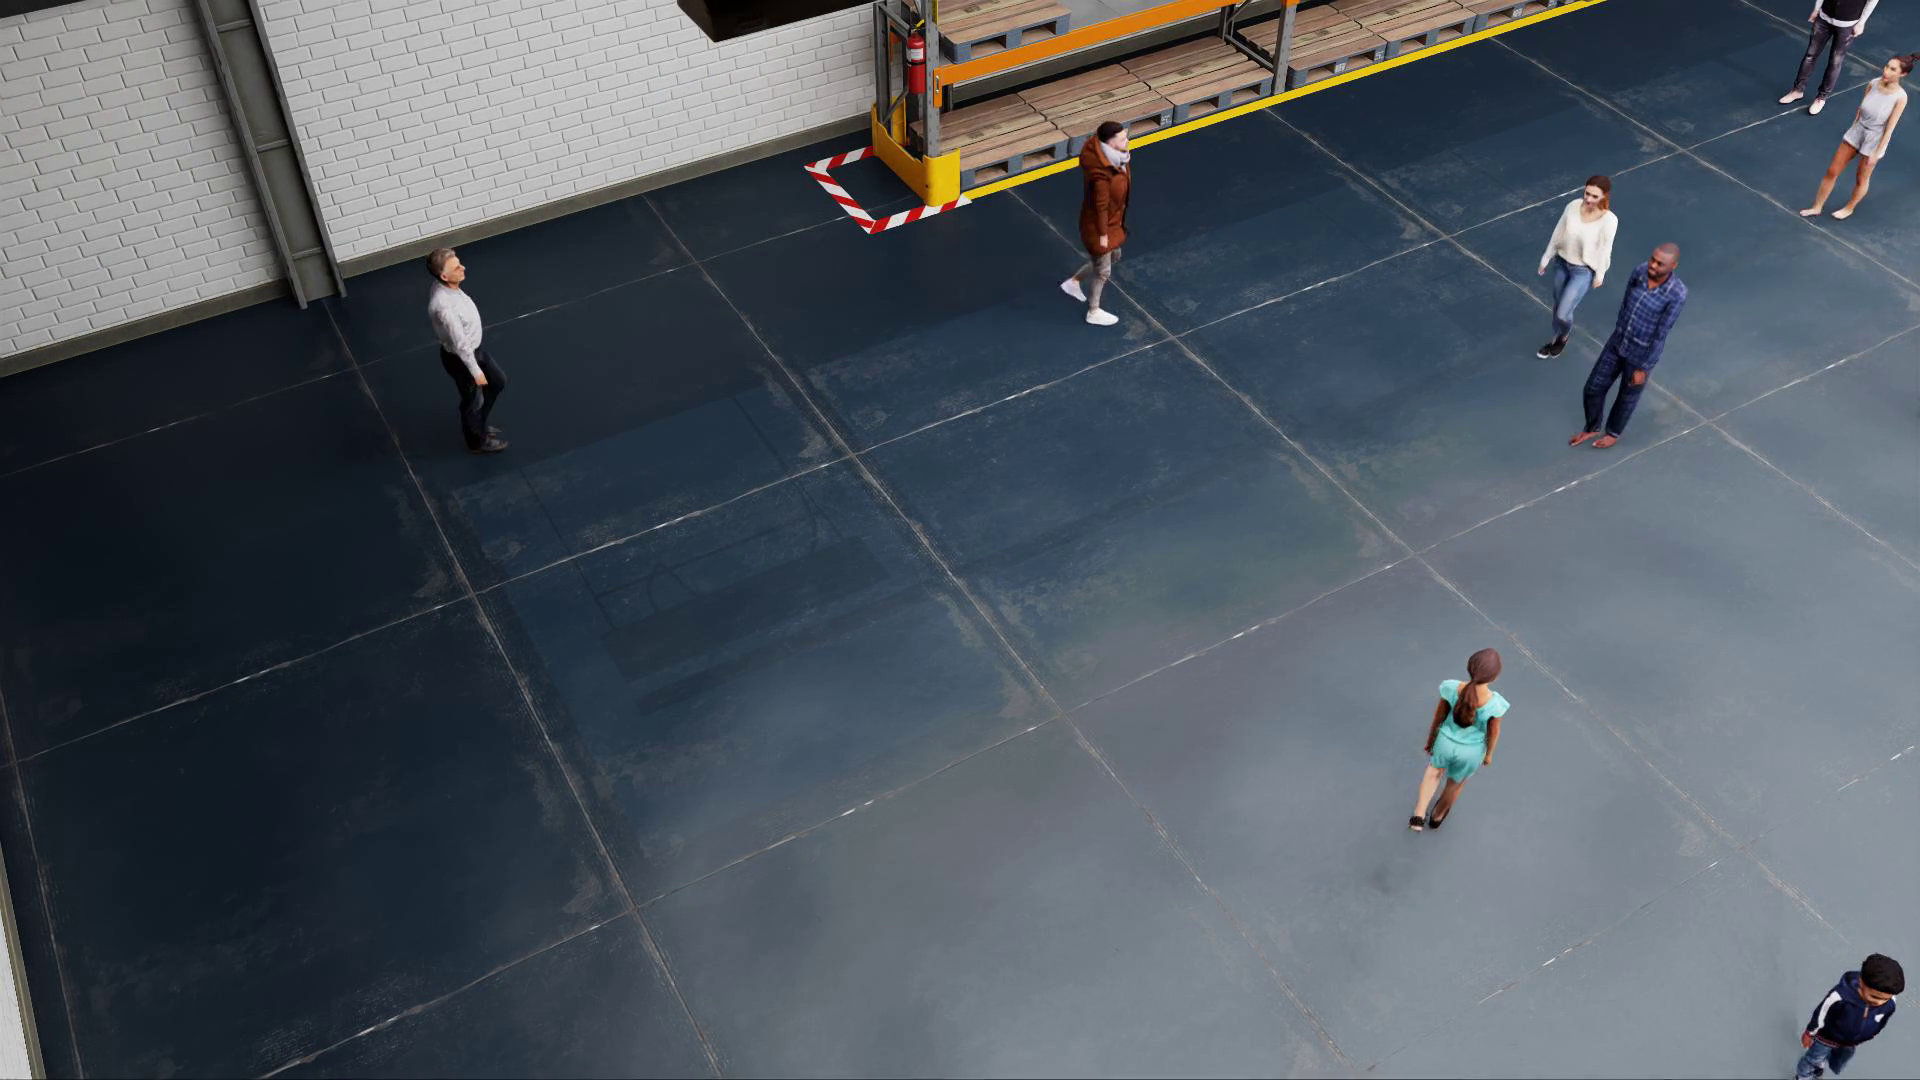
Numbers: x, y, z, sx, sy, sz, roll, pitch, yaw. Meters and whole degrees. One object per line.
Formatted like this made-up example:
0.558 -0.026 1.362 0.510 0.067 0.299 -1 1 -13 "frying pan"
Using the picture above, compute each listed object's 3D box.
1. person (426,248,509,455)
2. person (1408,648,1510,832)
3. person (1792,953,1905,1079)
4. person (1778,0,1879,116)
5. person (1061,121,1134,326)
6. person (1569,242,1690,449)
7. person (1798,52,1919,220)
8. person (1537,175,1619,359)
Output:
-3.706 -1.347 12.172 0.775 1.807 0.761 -4 44 -4 "person"
2.883 1.223 9.662 0.707 1.548 0.812 24 49 23 "person"
4.548 2.473 8.591 0.657 1.215 0.717 8 44 8 "person"
8.461 -5.009 16.005 0.670 1.823 0.739 -32 52 -29 "person"
1.063 -2.545 13.416 0.983 1.826 0.919 6 44 6 "person"
5.034 -1.422 12.252 0.678 1.806 0.673 -24 48 -23 "person"
8.050 -3.543 14.634 0.772 1.592 0.604 -19 47 -19 "person"
4.894 -2.160 13.116 0.605 1.681 0.667 -29 51 -27 "person"
